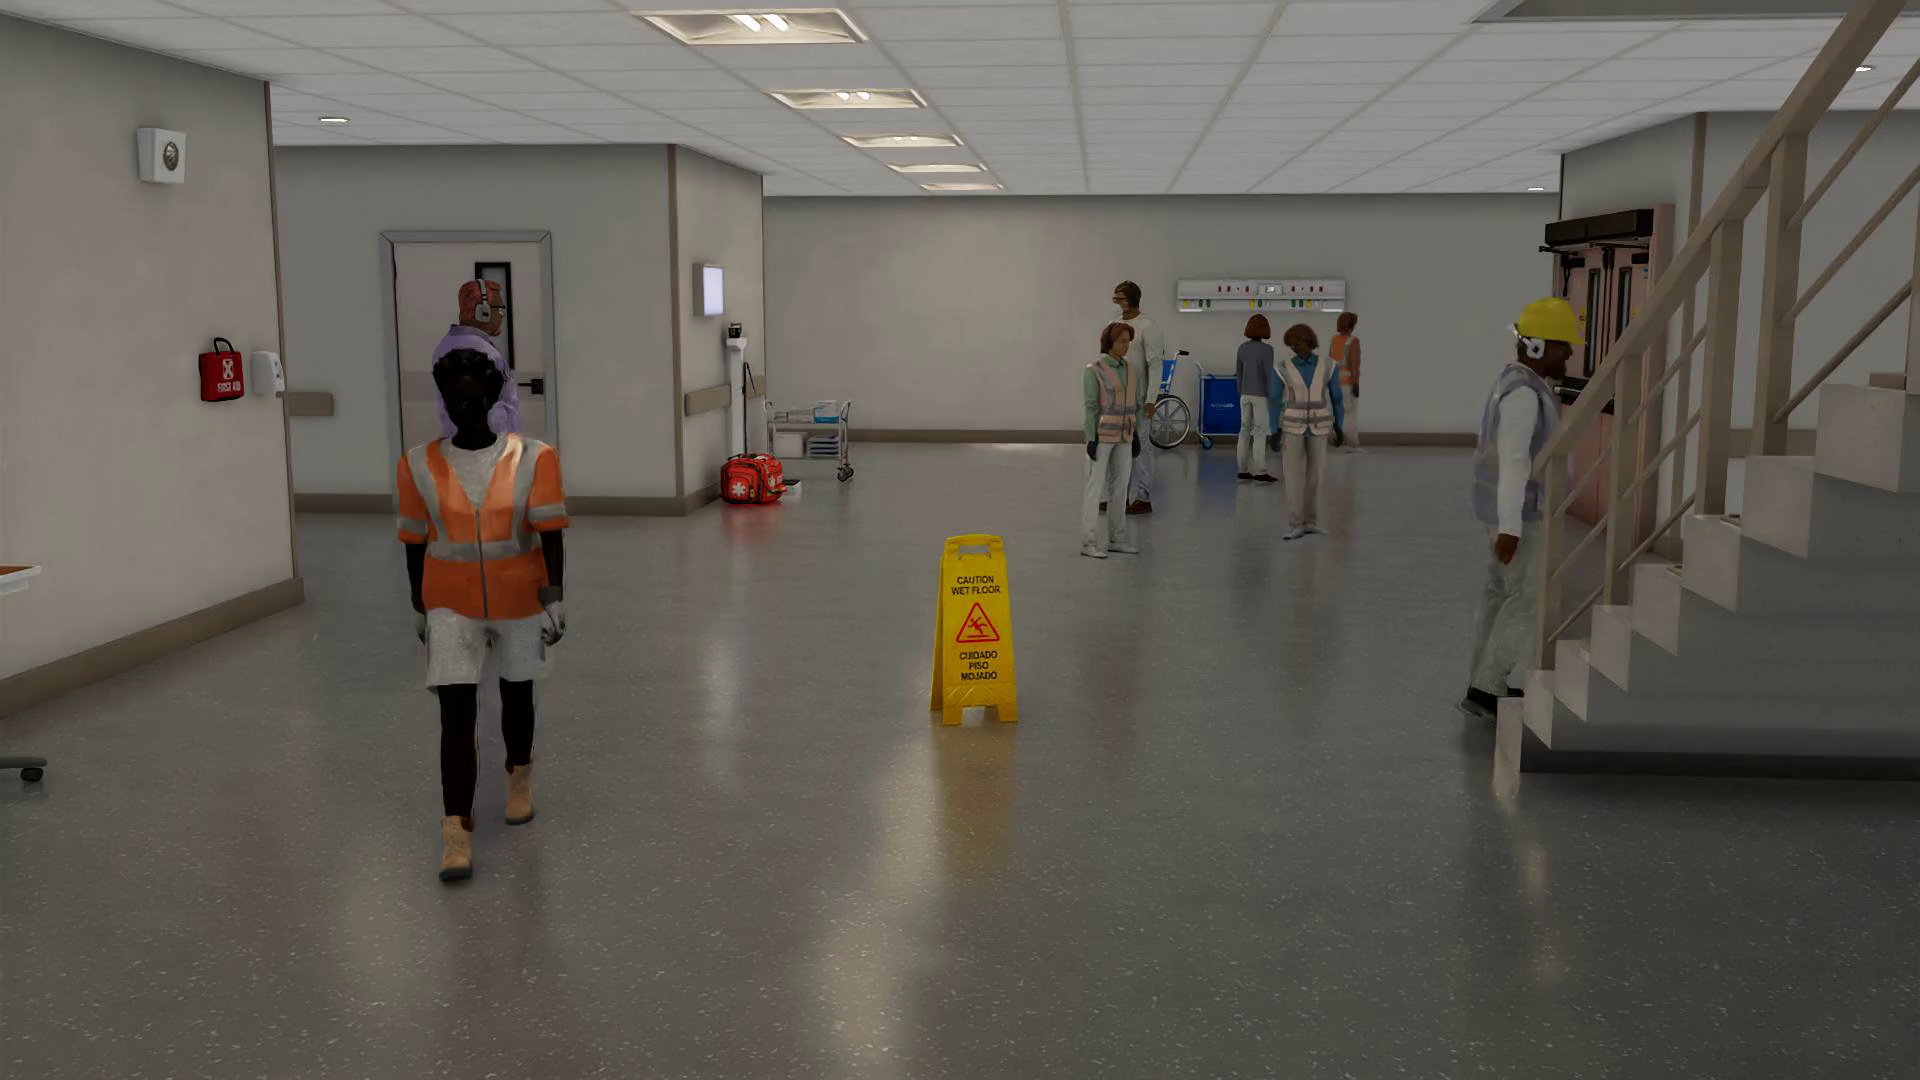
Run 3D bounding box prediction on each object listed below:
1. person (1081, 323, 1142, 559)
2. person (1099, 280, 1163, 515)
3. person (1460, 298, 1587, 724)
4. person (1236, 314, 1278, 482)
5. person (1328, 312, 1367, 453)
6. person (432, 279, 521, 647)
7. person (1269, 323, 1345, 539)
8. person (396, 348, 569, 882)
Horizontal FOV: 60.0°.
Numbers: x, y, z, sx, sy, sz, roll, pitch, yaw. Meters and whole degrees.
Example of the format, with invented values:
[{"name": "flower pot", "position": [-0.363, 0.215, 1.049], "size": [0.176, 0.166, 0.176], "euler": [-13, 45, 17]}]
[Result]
[{"name": "person", "position": [1.053, -0.688, 11.542], "size": [0.514, 1.630, 0.318], "euler": [-7, 11, -38]}, {"name": "person", "position": [1.415, -1.181, 13.842], "size": [0.351, 1.936, 0.635], "euler": [-6, 10, -36]}, {"name": "person", "position": [2.391, -0.125, 7.119], "size": [0.487, 1.801, 0.765], "euler": [2, 9, 13]}, {"name": "person", "position": [2.893, -1.379, 16.209], "size": [0.282, 1.636, 0.500], "euler": [-6, 10, -33]}, {"name": "person", "position": [4.422, -1.800, 19.164], "size": [0.439, 1.656, 0.523], "euler": [-4, 9, -24]}, {"name": "person", "position": [-2.473, -0.395, 8.644], "size": [0.404, 1.899, 0.634], "euler": [-6, 10, -37]}, {"name": "person", "position": [2.576, -0.806, 12.420], "size": [0.553, 1.615, 0.446], "euler": [0, 8, 2]}, {"name": "person", "position": [-1.541, 0.204, 5.411], "size": [0.536, 1.648, 0.889], "euler": [-2, 9, -14]}]
